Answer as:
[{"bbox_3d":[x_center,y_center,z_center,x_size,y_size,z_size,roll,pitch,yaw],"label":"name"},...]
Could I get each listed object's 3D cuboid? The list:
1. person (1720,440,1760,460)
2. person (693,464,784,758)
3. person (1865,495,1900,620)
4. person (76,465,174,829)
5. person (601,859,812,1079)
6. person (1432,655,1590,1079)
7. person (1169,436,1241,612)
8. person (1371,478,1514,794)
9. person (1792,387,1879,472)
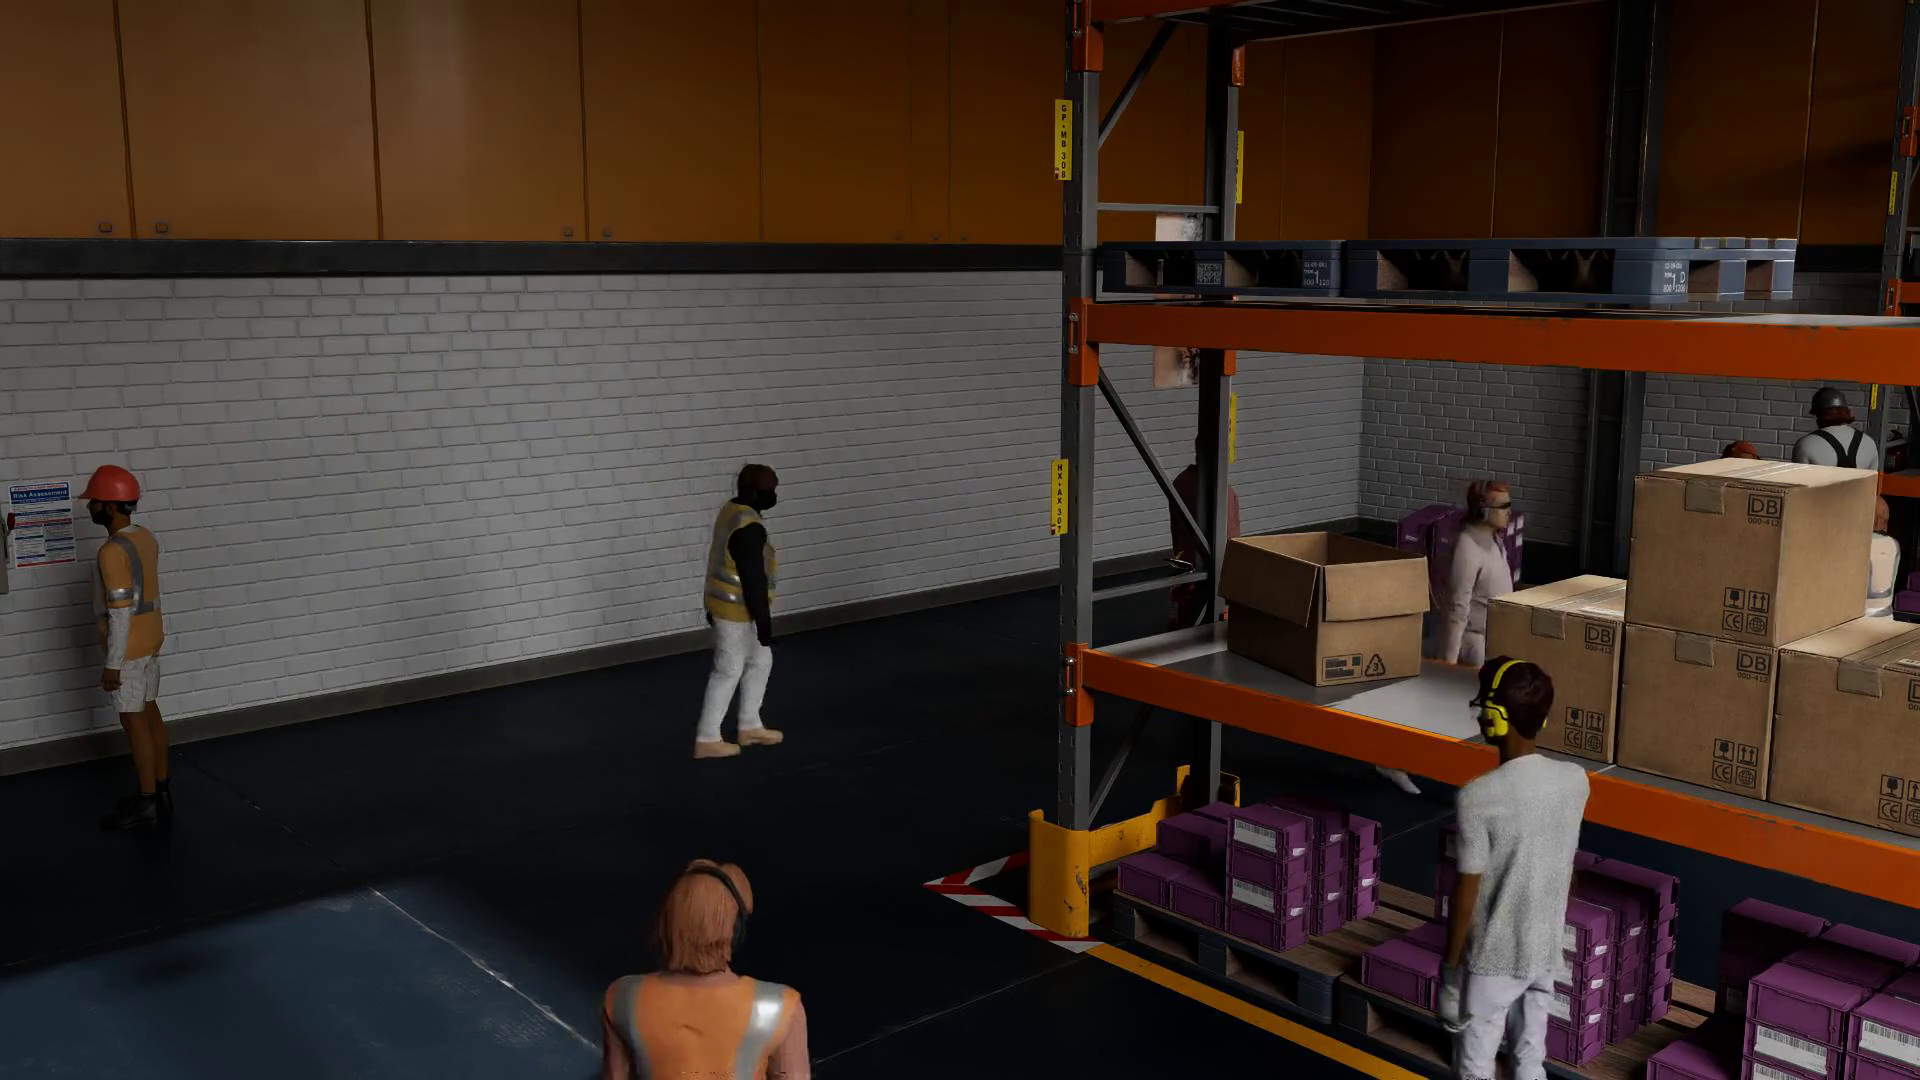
[{"bbox_3d":[4.920,0.301,10.618,0.578,1.878,0.346,1,10,5],"label":"person"},{"bbox_3d":[-1.323,0.433,10.045,0.688,1.801,0.644,-2,10,-11],"label":"person"},{"bbox_3d":[5.371,0.535,9.915,0.514,1.641,0.315,-5,11,-29],"label":"person"},{"bbox_3d":[-4.444,0.564,8.864,0.352,1.942,0.545,-2,10,-10],"label":"person"},{"bbox_3d":[-0.612,1.572,3.918,0.519,1.626,0.565,2,10,9],"label":"person"},{"bbox_3d":[1.637,1.269,4.997,0.519,1.860,0.339,-5,11,-25],"label":"person"},{"bbox_3d":[1.655,0.211,11.036,0.407,1.908,0.641,-5,11,-27],"label":"person"},{"bbox_3d":[2.771,0.567,9.131,1.023,1.858,0.633,4,10,22],"label":"person"},{"bbox_3d":[6.733,-0.196,13.025,0.677,2.000,0.536,-2,10,-9],"label":"person"}]
